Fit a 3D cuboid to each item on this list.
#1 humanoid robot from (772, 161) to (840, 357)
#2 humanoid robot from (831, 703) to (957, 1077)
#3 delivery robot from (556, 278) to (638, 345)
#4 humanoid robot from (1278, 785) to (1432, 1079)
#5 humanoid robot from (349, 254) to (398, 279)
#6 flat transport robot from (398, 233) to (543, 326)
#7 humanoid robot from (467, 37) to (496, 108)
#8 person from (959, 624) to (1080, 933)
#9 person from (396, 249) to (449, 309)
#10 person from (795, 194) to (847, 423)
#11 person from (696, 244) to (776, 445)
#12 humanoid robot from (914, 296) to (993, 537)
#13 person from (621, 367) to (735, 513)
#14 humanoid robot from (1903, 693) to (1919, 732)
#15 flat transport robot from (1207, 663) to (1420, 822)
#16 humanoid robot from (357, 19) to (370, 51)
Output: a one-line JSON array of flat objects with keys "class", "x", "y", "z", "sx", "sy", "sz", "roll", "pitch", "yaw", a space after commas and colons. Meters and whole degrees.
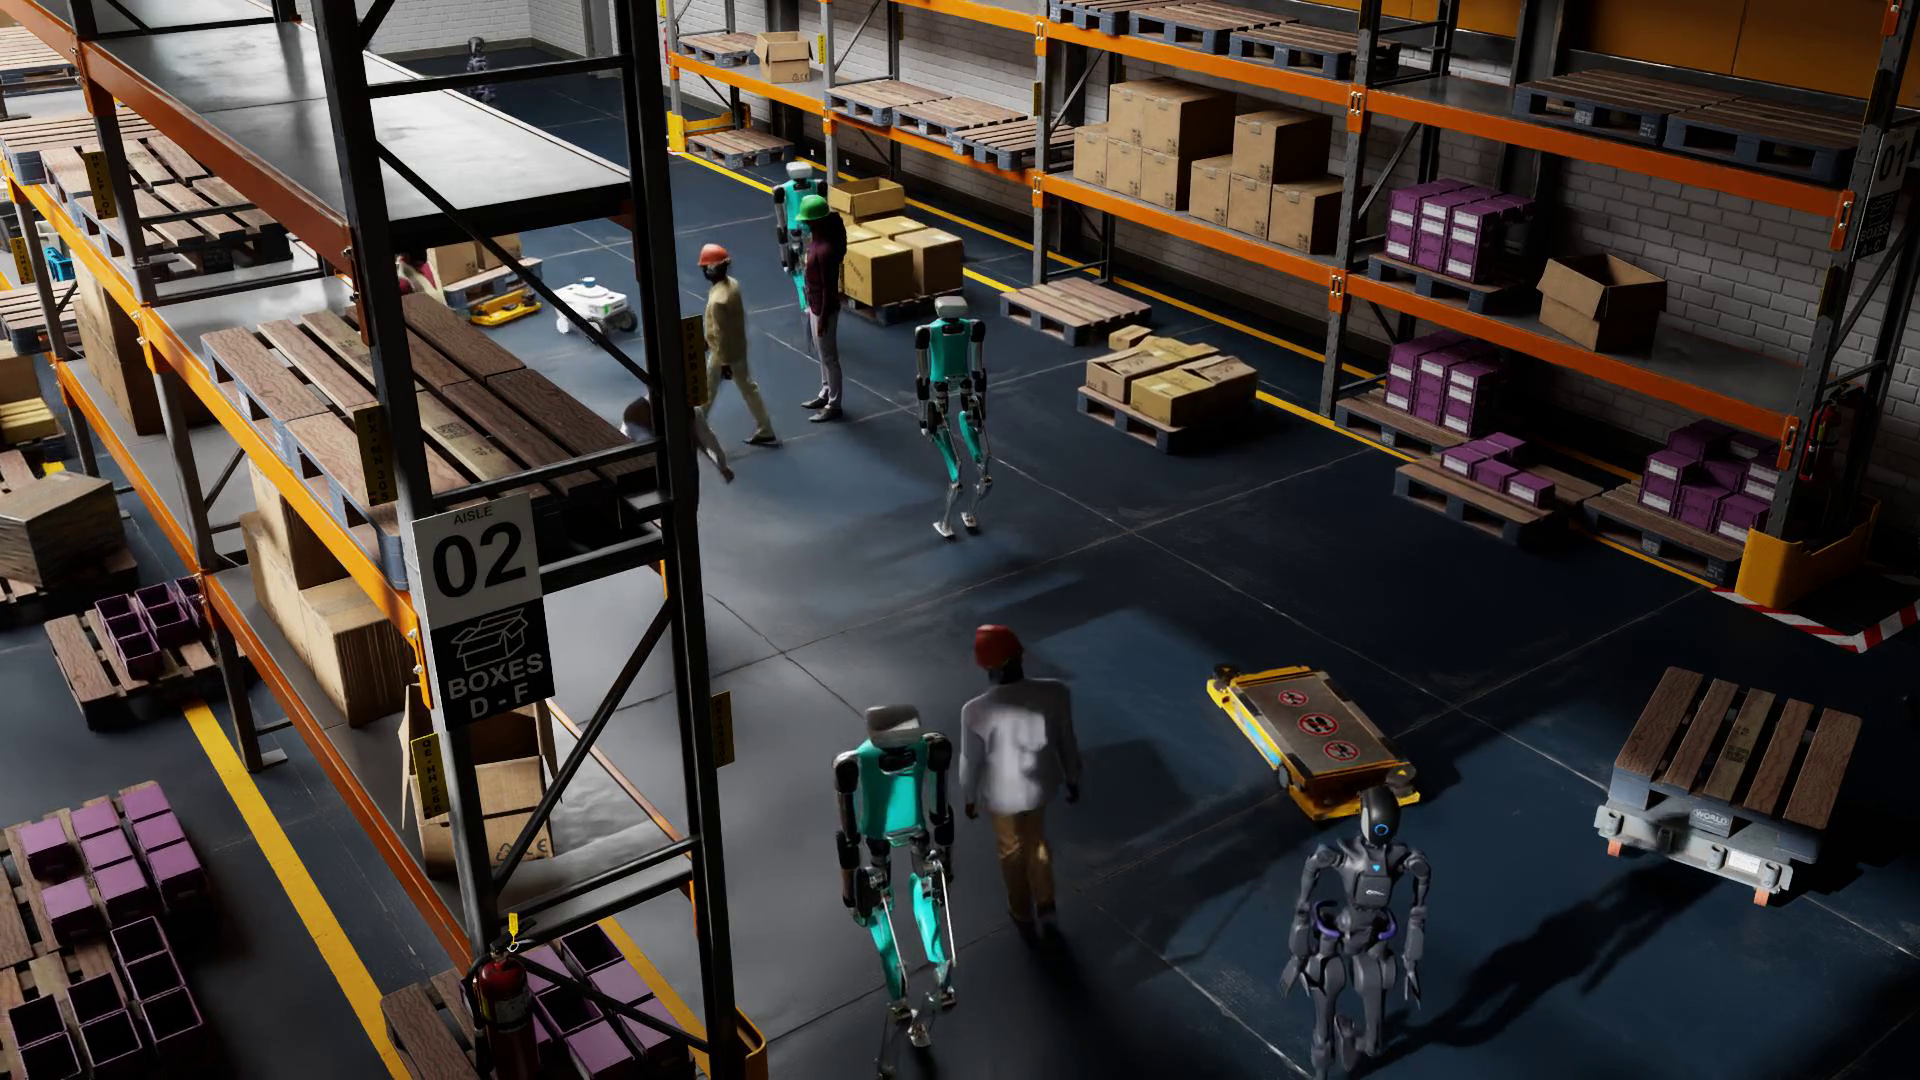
[{"class": "humanoid robot", "x": -1.363, "y": -2.519, "z": 15.490, "sx": 0.545, "sy": 1.897, "sz": 0.762, "roll": -11, "pitch": 29, "yaw": -22}, {"class": "humanoid robot", "x": -0.203, "y": 1.599, "z": 7.169, "sx": 0.530, "sy": 1.797, "sz": 0.688, "roll": -10, "pitch": 28, "yaw": -19}, {"class": "delivery robot", "x": -3.548, "y": -2.228, "z": 16.123, "sx": 0.817, "sy": 0.614, "sz": 0.499, "roll": 15, "pitch": 31, "yaw": 28}, {"class": "humanoid robot", "x": 1.644, "y": 1.715, "z": 7.008, "sx": 0.593, "sy": 1.640, "sz": 0.441, "roll": 0, "pitch": 27, "yaw": 0}, {"class": "humanoid robot", "x": -5.469, "y": -2.555, "z": 15.517, "sx": 0.405, "sy": 1.643, "sz": 0.607, "roll": 17, "pitch": 31, "yaw": 30}, {"class": "flat transport robot", "x": -4.998, "y": -2.458, "z": 16.876, "sx": 1.431, "sy": 0.231, "sz": 0.659, "roll": 16, "pitch": 31, "yaw": 29}, {"class": "humanoid robot", "x": -6.307, "y": -5.765, "z": 21.889, "sx": 0.351, "sy": 1.657, "sz": 0.600, "roll": -19, "pitch": 32, "yaw": -33}, {"class": "person", "x": 0.271, "y": 1.166, "z": 8.054, "sx": 0.601, "sy": 1.710, "sz": 0.376, "roll": -9, "pitch": 28, "yaw": -17}, {"class": "person", "x": -4.465, "y": -1.695, "z": 13.671, "sx": 0.920, "sy": 1.789, "sz": 0.652, "roll": 3, "pitch": 27, "yaw": 6}, {"class": "person", "x": -1.144, "y": -1.954, "z": 14.007, "sx": 0.427, "sy": 1.948, "sz": 0.489, "roll": -6, "pitch": 27, "yaw": -12}, {"class": "person", "x": -1.955, "y": -1.565, "z": 13.512, "sx": 0.919, "sy": 1.689, "sz": 0.551, "roll": 5, "pitch": 27, "yaw": 10}, {"class": "humanoid robot", "x": 0.008, "y": -0.839, "z": 11.948, "sx": 0.530, "sy": 1.728, "sz": 0.712, "roll": -10, "pitch": 28, "yaw": -18}, {"class": "person", "x": -1.936, "y": -0.443, "z": 11.267, "sx": 0.758, "sy": 1.726, "sz": 0.790, "roll": 3, "pitch": 27, "yaw": 6}, {"class": "humanoid robot", "x": 5.915, "y": 0.458, "z": 9.530, "sx": 0.570, "sy": 1.640, "sz": 0.596, "roll": 18, "pitch": 32, "yaw": 31}, {"class": "flat transport robot", "x": 2.042, "y": 1.130, "z": 9.740, "sx": 0.659, "sy": 0.231, "sz": 1.431, "roll": -8, "pitch": 28, "yaw": -15}, {"class": "humanoid robot", "x": -8.306, "y": -6.463, "z": 23.277, "sx": 0.365, "sy": 1.644, "sz": 0.595, "roll": -16, "pitch": 31, "yaw": -29}]
